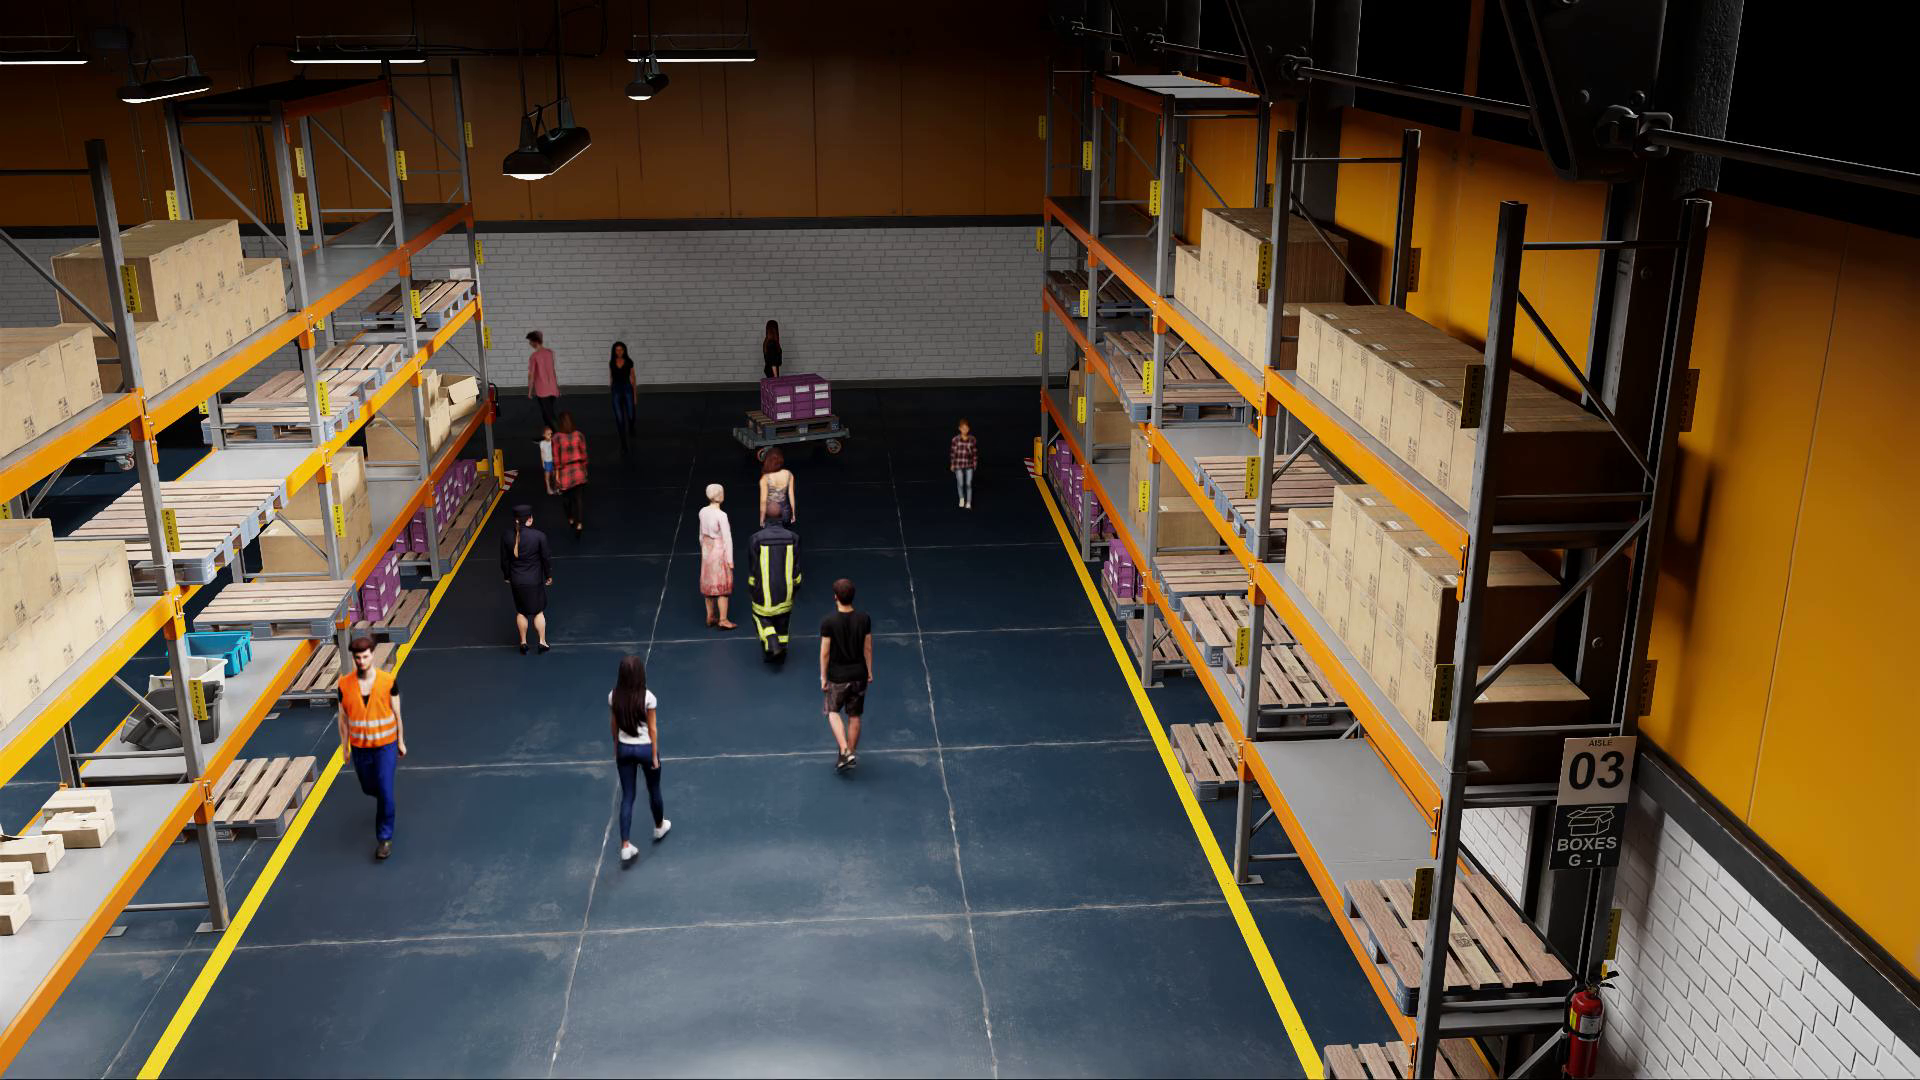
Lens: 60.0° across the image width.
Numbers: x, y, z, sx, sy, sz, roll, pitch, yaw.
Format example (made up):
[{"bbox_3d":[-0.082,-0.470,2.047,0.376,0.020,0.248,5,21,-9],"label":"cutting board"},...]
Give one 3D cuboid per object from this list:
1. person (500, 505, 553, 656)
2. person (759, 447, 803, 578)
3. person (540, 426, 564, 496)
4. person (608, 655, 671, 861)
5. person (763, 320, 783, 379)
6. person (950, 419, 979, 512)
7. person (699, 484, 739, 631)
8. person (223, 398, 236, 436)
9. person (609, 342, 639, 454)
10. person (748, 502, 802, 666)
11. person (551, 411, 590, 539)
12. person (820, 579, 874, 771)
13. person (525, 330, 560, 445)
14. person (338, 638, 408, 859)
[{"bbox_3d":[-4.696,0.436,18.029,0.705,1.667,0.632,0,19,-1],"label":"person"},{"bbox_3d":[-2.133,-0.216,19.851,0.989,1.741,1.185,-13,23,-34],"label":"person"},{"bbox_3d":[-5.890,-1.144,23.747,0.523,1.012,0.592,-12,22,-31],"label":"person"},{"bbox_3d":[-2.722,1.823,13.783,0.797,1.749,1.078,4,19,11],"label":"person"},{"bbox_3d":[-3.134,-2.795,27.557,0.683,1.710,0.511,-5,19,-14],"label":"person"},{"bbox_3d":[0.050,-1.061,23.078,0.602,1.282,0.856,1,19,3],"label":"person"},{"bbox_3d":[-2.750,0.188,18.728,0.706,1.692,0.755,13,22,33],"label":"person"},{"bbox_3d":[-9.613,-0.999,22.140,0.632,1.764,0.789,-1,19,-3],"label":"person"},{"bbox_3d":[-5.250,-2.260,25.954,0.568,1.719,1.005,-2,19,-5],"label":"person"},{"bbox_3d":[-1.957,0.486,17.649,0.867,1.815,0.965,-7,20,-19],"label":"person"},{"bbox_3d":[-5.071,-0.817,21.764,0.784,1.658,1.195,-6,19,-16],"label":"person"},{"bbox_3d":[-1.017,1.275,15.250,0.802,1.852,0.920,-7,20,-19],"label":"person"},{"bbox_3d":[-6.316,-2.221,25.546,1.124,1.906,1.212,11,22,30],"label":"person"},{"bbox_3d":[-4.934,1.680,14.026,0.704,1.866,1.111,-3,19,-8],"label":"person"}]
